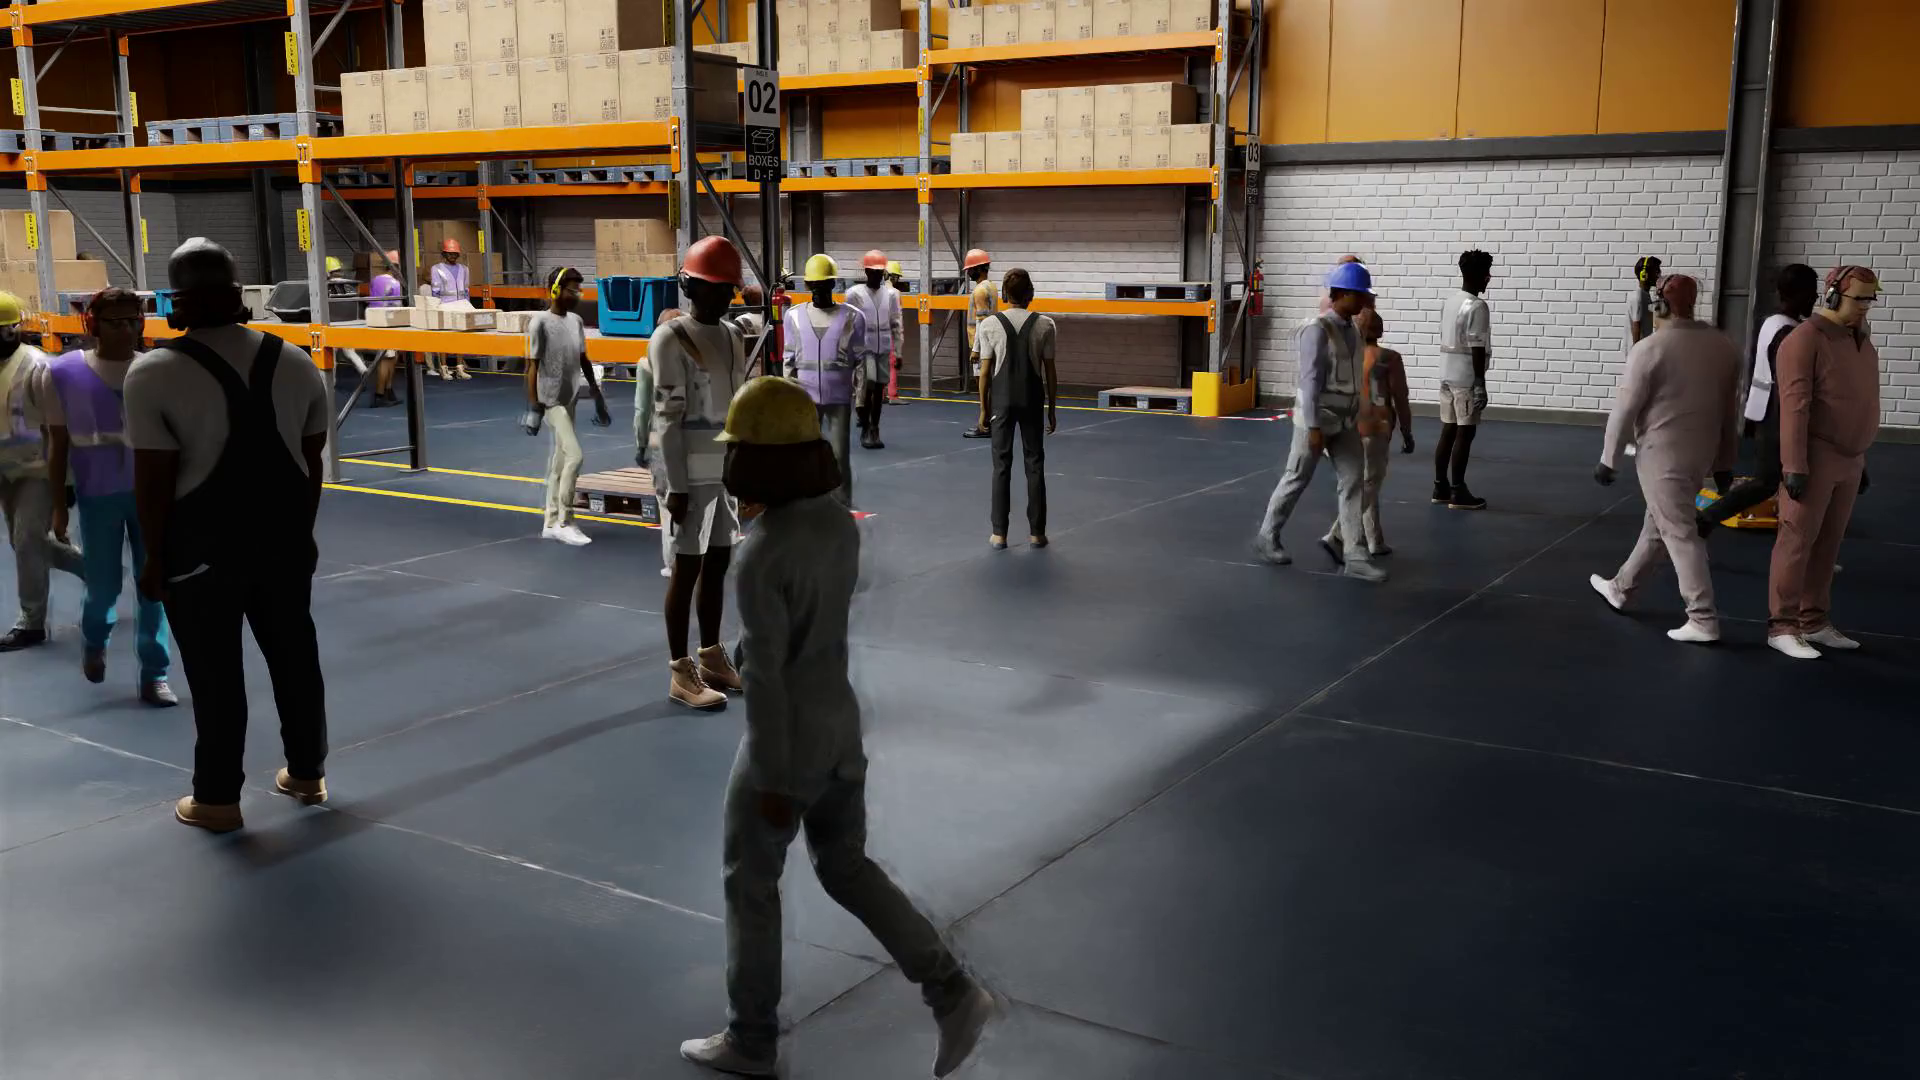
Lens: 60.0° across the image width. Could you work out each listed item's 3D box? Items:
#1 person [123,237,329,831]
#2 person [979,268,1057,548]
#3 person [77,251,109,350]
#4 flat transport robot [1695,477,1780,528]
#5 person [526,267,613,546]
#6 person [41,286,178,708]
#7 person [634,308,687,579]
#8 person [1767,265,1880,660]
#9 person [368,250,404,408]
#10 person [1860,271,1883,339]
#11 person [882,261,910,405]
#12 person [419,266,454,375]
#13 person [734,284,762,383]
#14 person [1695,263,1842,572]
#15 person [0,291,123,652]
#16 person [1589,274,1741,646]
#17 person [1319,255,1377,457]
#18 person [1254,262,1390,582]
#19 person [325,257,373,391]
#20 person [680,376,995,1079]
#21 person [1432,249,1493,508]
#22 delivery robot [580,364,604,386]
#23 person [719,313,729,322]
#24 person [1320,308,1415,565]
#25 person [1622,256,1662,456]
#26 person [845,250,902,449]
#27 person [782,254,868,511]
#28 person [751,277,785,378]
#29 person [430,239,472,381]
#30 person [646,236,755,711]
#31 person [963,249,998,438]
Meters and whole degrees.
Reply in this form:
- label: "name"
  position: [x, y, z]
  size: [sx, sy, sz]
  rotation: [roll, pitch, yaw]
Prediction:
- label: "person"
  position: [-2.559, -0.027, 5.777]
  size: [0.536, 2.000, 0.682]
  rotation: [8, 13, 38]
- label: "person"
  position: [0.380, -0.859, 10.944]
  size: [0.514, 1.840, 0.328]
  rotation: [0, 10, 0]
- label: "person"
  position: [-9.664, -2.281, 18.677]
  size: [0.500, 1.894, 0.667]
  rotation: [-2, 10, -9]
- label: "flat transport robot"
  position: [5.717, -0.287, 12.127]
  size: [0.652, 0.197, 1.431]
  rotation: [1, 10, 3]
- label: "person"
  position: [-2.589, -0.887, 11.114]
  size: [0.628, 1.837, 0.513]
  rotation: [3, 11, 18]
- label: "person"
  position: [-3.660, -0.188, 7.251]
  size: [0.583, 1.823, 0.526]
  rotation: [-9, 13, -40]
- label: "person"
  position: [-1.670, -0.556, 9.867]
  size: [0.519, 1.629, 0.386]
  rotation: [-6, 12, -29]
- label: "person"
  position: [4.244, -0.378, 8.118]
  size: [0.639, 1.902, 0.407]
  rotation: [-7, 12, -33]
- label: "person"
  position: [-6.896, -2.556, 20.173]
  size: [0.581, 1.899, 0.636]
  rotation: [9, 13, 39]
- label: "person"
  position: [7.577, -1.393, 14.111]
  size: [0.327, 1.767, 0.533]
  rotation: [6, 12, 28]
- label: "person"
  position: [-0.850, -2.542, 20.495]
  size: [0.324, 1.763, 0.524]
  rotation: [-7, 13, -35]
- label: "person"
  position: [-7.879, -3.283, 24.965]
  size: [0.319, 1.634, 0.504]
  rotation: [5, 11, 24]
- label: "person"
  position: [-1.783, -1.435, 14.700]
  size: [0.311, 1.636, 0.521]
  rotation: [10, 14, 43]
- label: "person"
  position: [4.944, -0.739, 10.163]
  size: [0.877, 1.890, 0.601]
  rotation: [5, 11, 24]
- label: "person"
  position: [-4.638, -0.375, 8.393]
  size: [0.616, 1.800, 0.734]
  rotation: [5, 11, 27]
- label: "person"
  position: [3.607, -0.430, 8.560]
  size: [0.648, 1.839, 1.042]
  rotation: [-4, 11, -22]
- label: "person"
  position: [3.648, -1.709, 15.566]
  size: [0.698, 1.874, 0.426]
  rotation: [-7, 12, -34]
- label: "person"
  position: [2.201, -0.733, 10.110]
  size: [0.618, 1.907, 0.980]
  rotation: [-8, 13, -36]
- label: "person"
  position: [-8.259, -2.866, 22.165]
  size: [0.818, 1.809, 0.596]
  rotation: [5, 11, 26]
- label: "person"
  position: [-0.311, 0.473, 3.904]
  size: [0.722, 1.716, 0.489]
  rotation: [5, 12, 28]
- label: "person"
  position: [3.825, -1.216, 12.616]
  size: [0.371, 1.958, 0.598]
  rotation: [-1, 10, -6]
- label: "delivery robot"
  position: [-4.909, -2.111, 21.184]
  size: [0.707, 0.478, 0.477]
  rotation: [-4, 11, -22]
- label: "person"
  position: [-3.163, -2.563, 21.087]
  size: [0.840, 1.586, 0.505]
  rotation: [6, 12, 30]
- label: "person"
  position: [2.534, -0.656, 10.482]
  size: [0.779, 1.606, 0.529]
  rotation: [-7, 13, -35]
- label: "person"
  position: [6.407, -1.729, 15.686]
  size: [0.310, 1.868, 0.532]
  rotation: [4, 11, 23]
- label: "person"
  position: [-0.808, -1.826, 16.065]
  size: [0.569, 1.924, 0.496]
  rotation: [-5, 11, -27]
- label: "person"
  position: [-0.925, -0.983, 11.389]
  size: [0.589, 1.928, 0.386]
  rotation: [1, 10, 8]
- label: "person"
  position: [-2.481, -2.811, 21.637]
  size: [1.025, 1.896, 0.640]
  rotation: [7, 12, 34]
- label: "person"
  position: [-7.319, -3.322, 24.035]
  size: [0.390, 2.039, 0.614]
  rotation: [9, 14, 42]
- label: "person"
  position: [-1.081, -0.290, 7.251]
  size: [0.394, 2.037, 0.605]
  rotation: [5, 11, 25]
- label: "person"
  position: [0.204, -2.005, 17.051]
  size: [0.367, 1.930, 0.542]
  rotation: [2, 10, 11]
